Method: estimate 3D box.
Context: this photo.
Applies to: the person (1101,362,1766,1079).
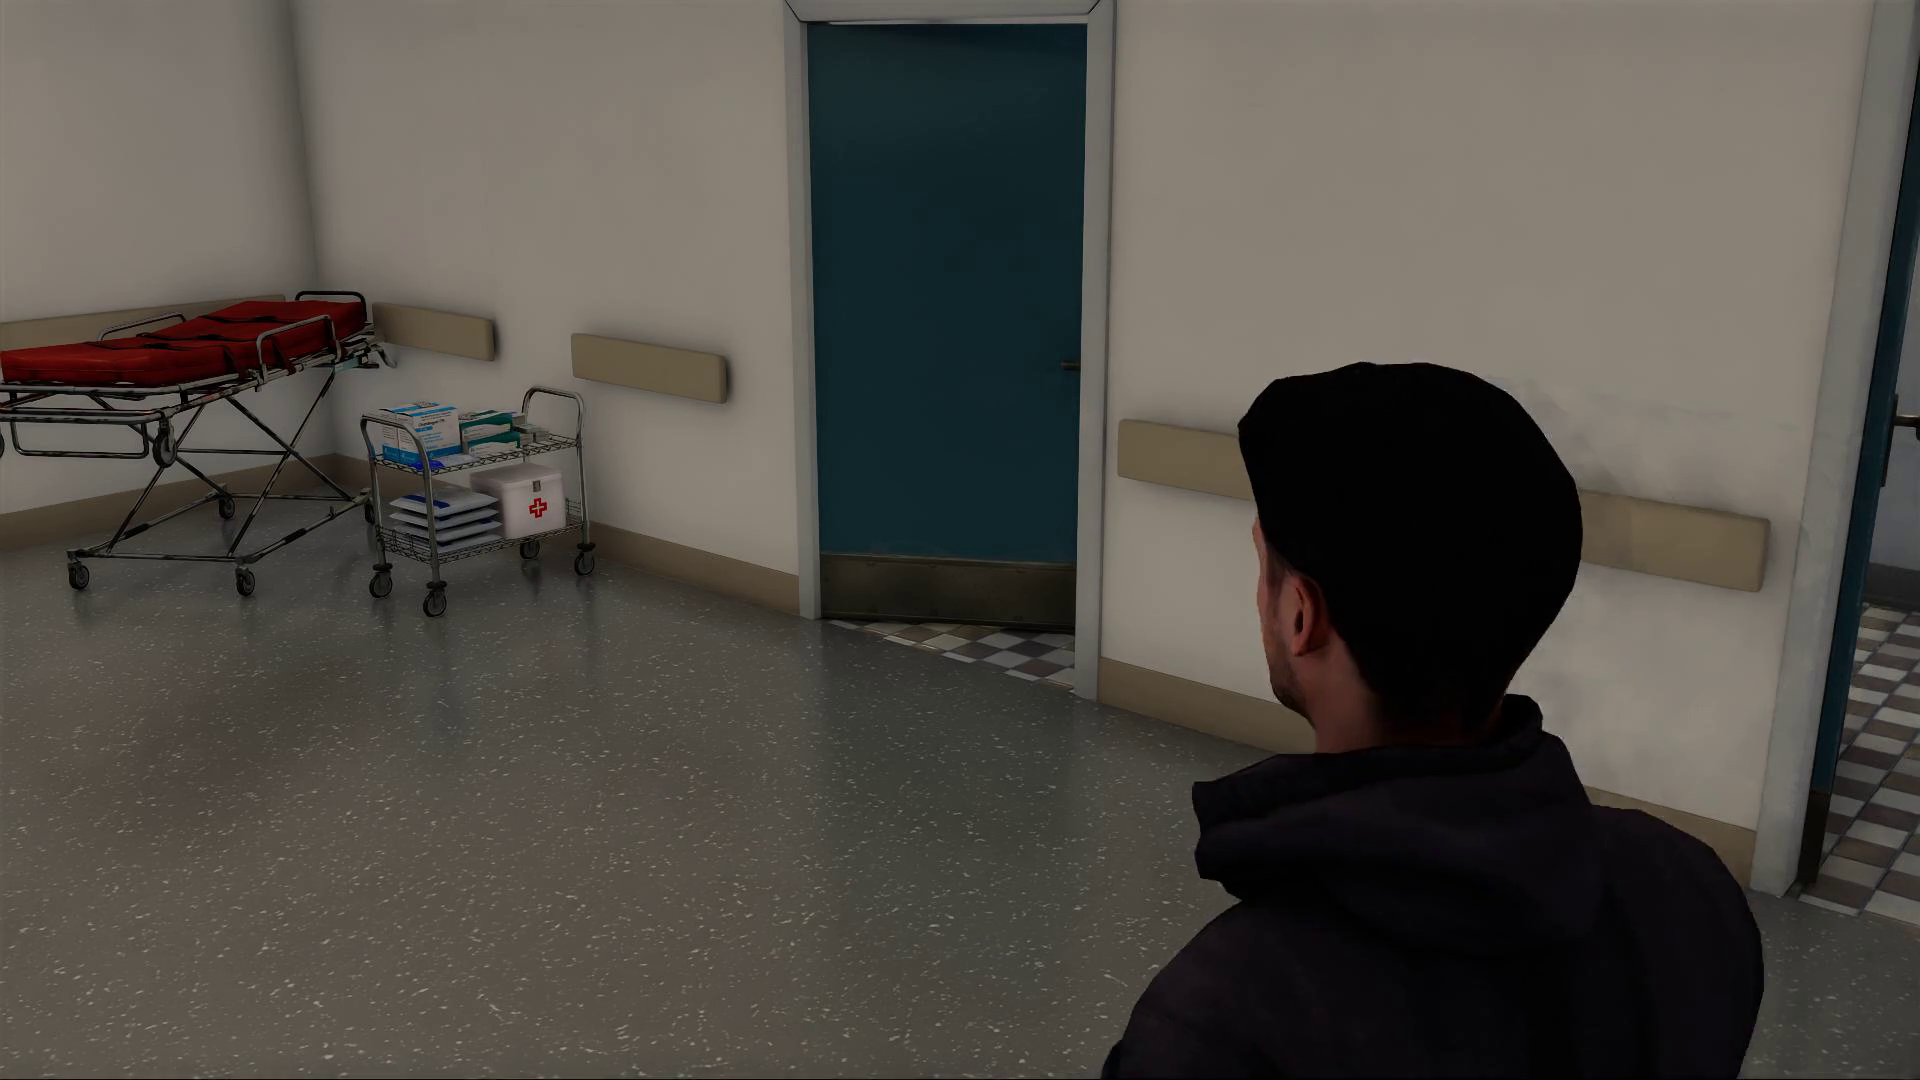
[{"bbox_3d":[0.332,0.828,1.170,0.911,1.872,1.148,-9,18,-30],"label":"person"}]
